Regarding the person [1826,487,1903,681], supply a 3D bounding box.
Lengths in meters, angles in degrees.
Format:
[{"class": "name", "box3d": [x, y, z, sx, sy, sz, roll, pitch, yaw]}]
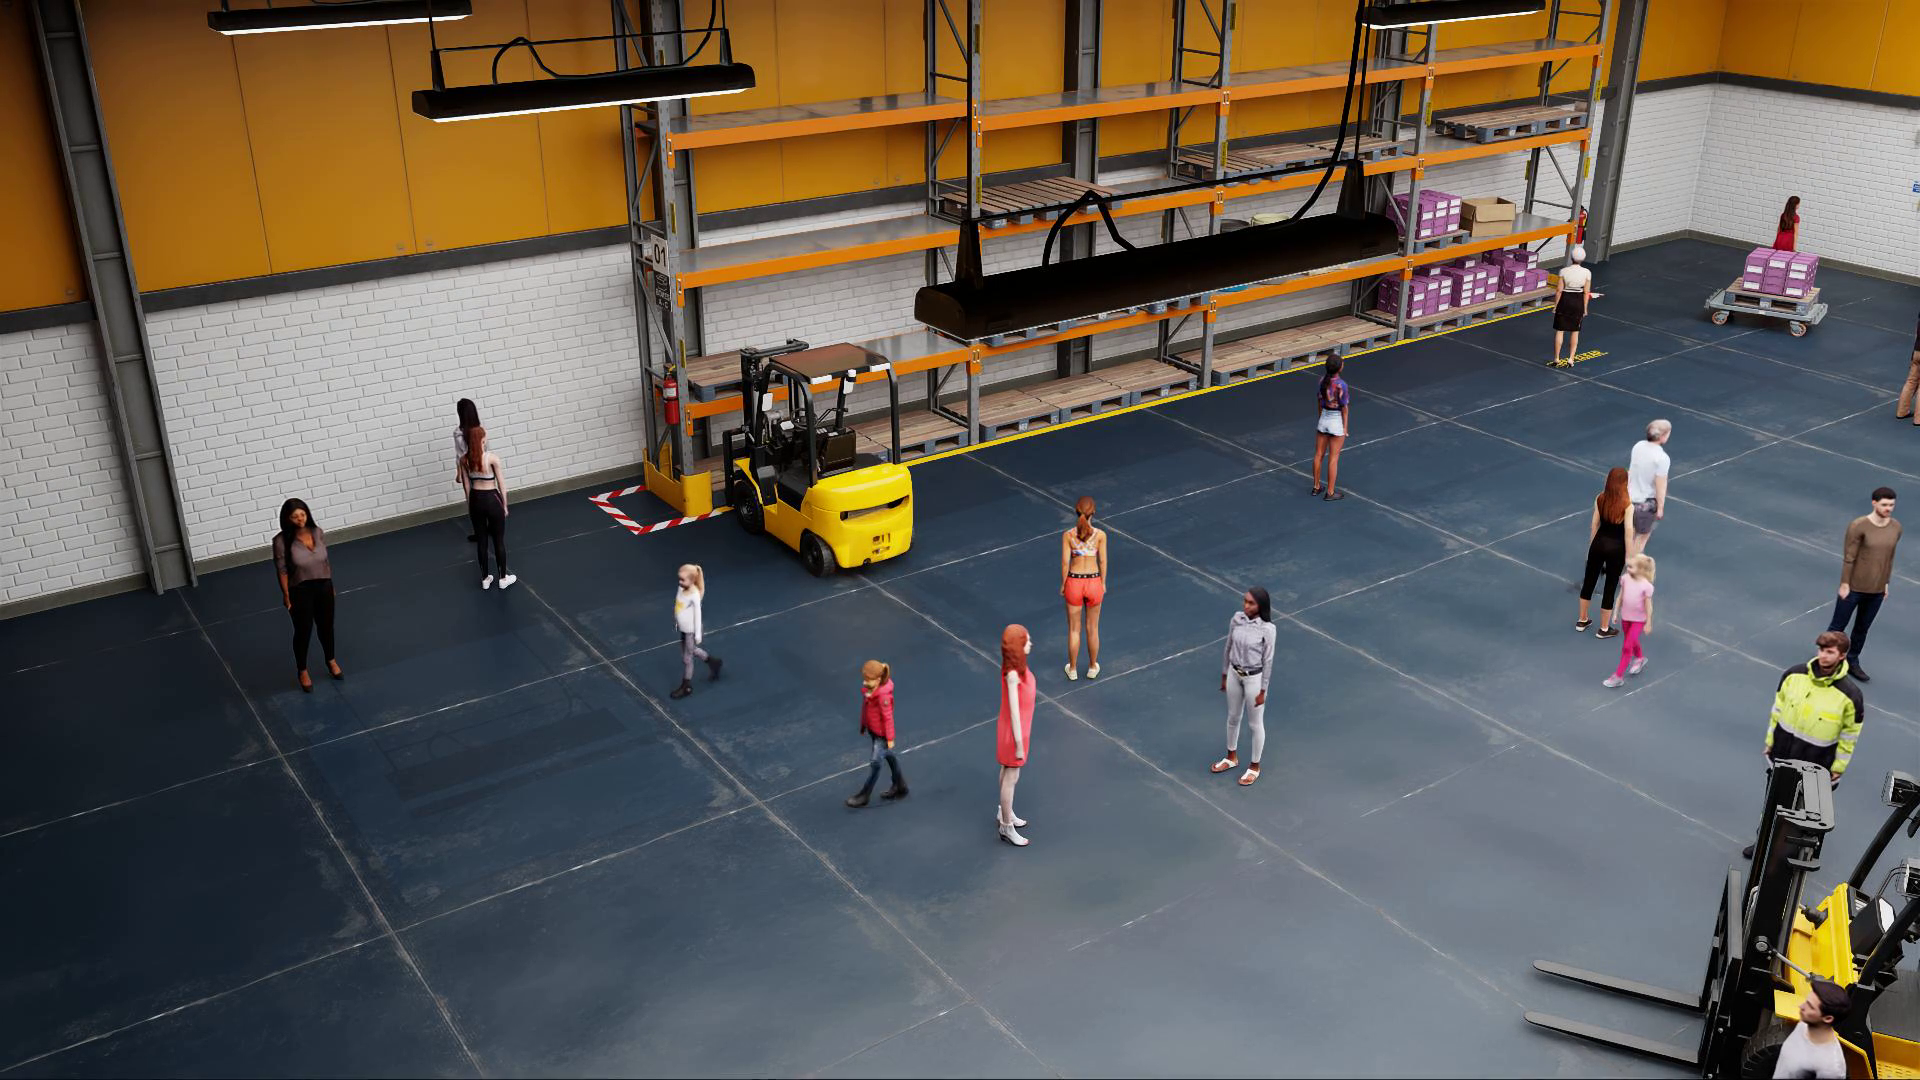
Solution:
[{"class": "person", "box3d": [8.251, 0.392, 15.198, 0.686, 1.889, 0.802, -2, 24, -5]}]

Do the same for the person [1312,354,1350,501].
[{"class": "person", "box3d": [4.302, -1.322, 19.302, 0.521, 1.743, 0.592, -17, 29, -34]}]

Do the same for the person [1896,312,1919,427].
[{"class": "person", "box3d": [12.633, -2.432, 21.716, 0.726, 1.842, 0.758, -5, 24, -12]}]

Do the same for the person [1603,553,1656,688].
[{"class": "person", "box3d": [6.229, 0.700, 15.291, 0.890, 1.250, 0.519, -15, 28, -31]}]

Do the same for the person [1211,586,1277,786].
[{"class": "person", "box3d": [2.357, 1.164, 13.635, 0.625, 1.725, 0.577, 22, 32, 40]}]

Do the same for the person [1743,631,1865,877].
[{"class": "person", "box3d": [6.329, 1.562, 12.404, 0.661, 1.983, 0.787, -19, 30, -37]}]

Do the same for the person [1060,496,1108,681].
[{"class": "person", "box3d": [1.129, 0.441, 15.207, 0.663, 1.792, 0.744, 0, 24, 0]}]

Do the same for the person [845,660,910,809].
[{"class": "person", "box3d": [-0.579, 1.523, 13.361, 0.821, 1.287, 0.613, -11, 26, -24]}]

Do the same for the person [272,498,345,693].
[{"class": "person", "box3d": [-5.908, 0.473, 15.073, 0.768, 1.840, 0.616, 19, 30, 37]}]

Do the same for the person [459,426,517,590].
[{"class": "person", "box3d": [-4.860, -0.336, 17.047, 0.647, 1.741, 0.719, 2, 24, 6]}]

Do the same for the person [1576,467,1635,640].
[{"class": "person", "box3d": [6.244, 0.105, 16.056, 0.519, 1.726, 0.573, -18, 30, -36]}]

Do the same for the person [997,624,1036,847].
[{"class": "person", "box3d": [0.406, 1.478, 12.791, 0.698, 1.827, 0.670, 1, 24, 2]}]

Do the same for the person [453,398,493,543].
[{"class": "person", "box3d": [-5.297, -0.775, 18.186, 0.736, 1.633, 0.608, 12, 26, 25]}]

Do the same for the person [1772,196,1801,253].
[{"class": "person", "box3d": [13.892, -5.019, 27.996, 0.639, 1.553, 0.584, -11, 26, -24]}]

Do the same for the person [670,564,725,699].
[{"class": "person", "box3d": [-2.401, 0.786, 15.073, 0.810, 1.266, 0.513, -15, 28, -30]}]

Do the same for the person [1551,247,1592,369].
[{"class": "person", "box3d": [8.768, -3.334, 23.888, 0.711, 1.756, 0.740, 7, 25, 15]}]

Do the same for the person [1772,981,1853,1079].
[{"class": "person", "box3d": [4.484, 3.149, 8.924, 0.787, 1.863, 0.731, 4, 24, 8]}]

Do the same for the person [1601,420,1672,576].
[{"class": "person", "box3d": [6.902, -0.372, 17.039, 0.879, 1.815, 0.773, -9, 25, -20]}]
